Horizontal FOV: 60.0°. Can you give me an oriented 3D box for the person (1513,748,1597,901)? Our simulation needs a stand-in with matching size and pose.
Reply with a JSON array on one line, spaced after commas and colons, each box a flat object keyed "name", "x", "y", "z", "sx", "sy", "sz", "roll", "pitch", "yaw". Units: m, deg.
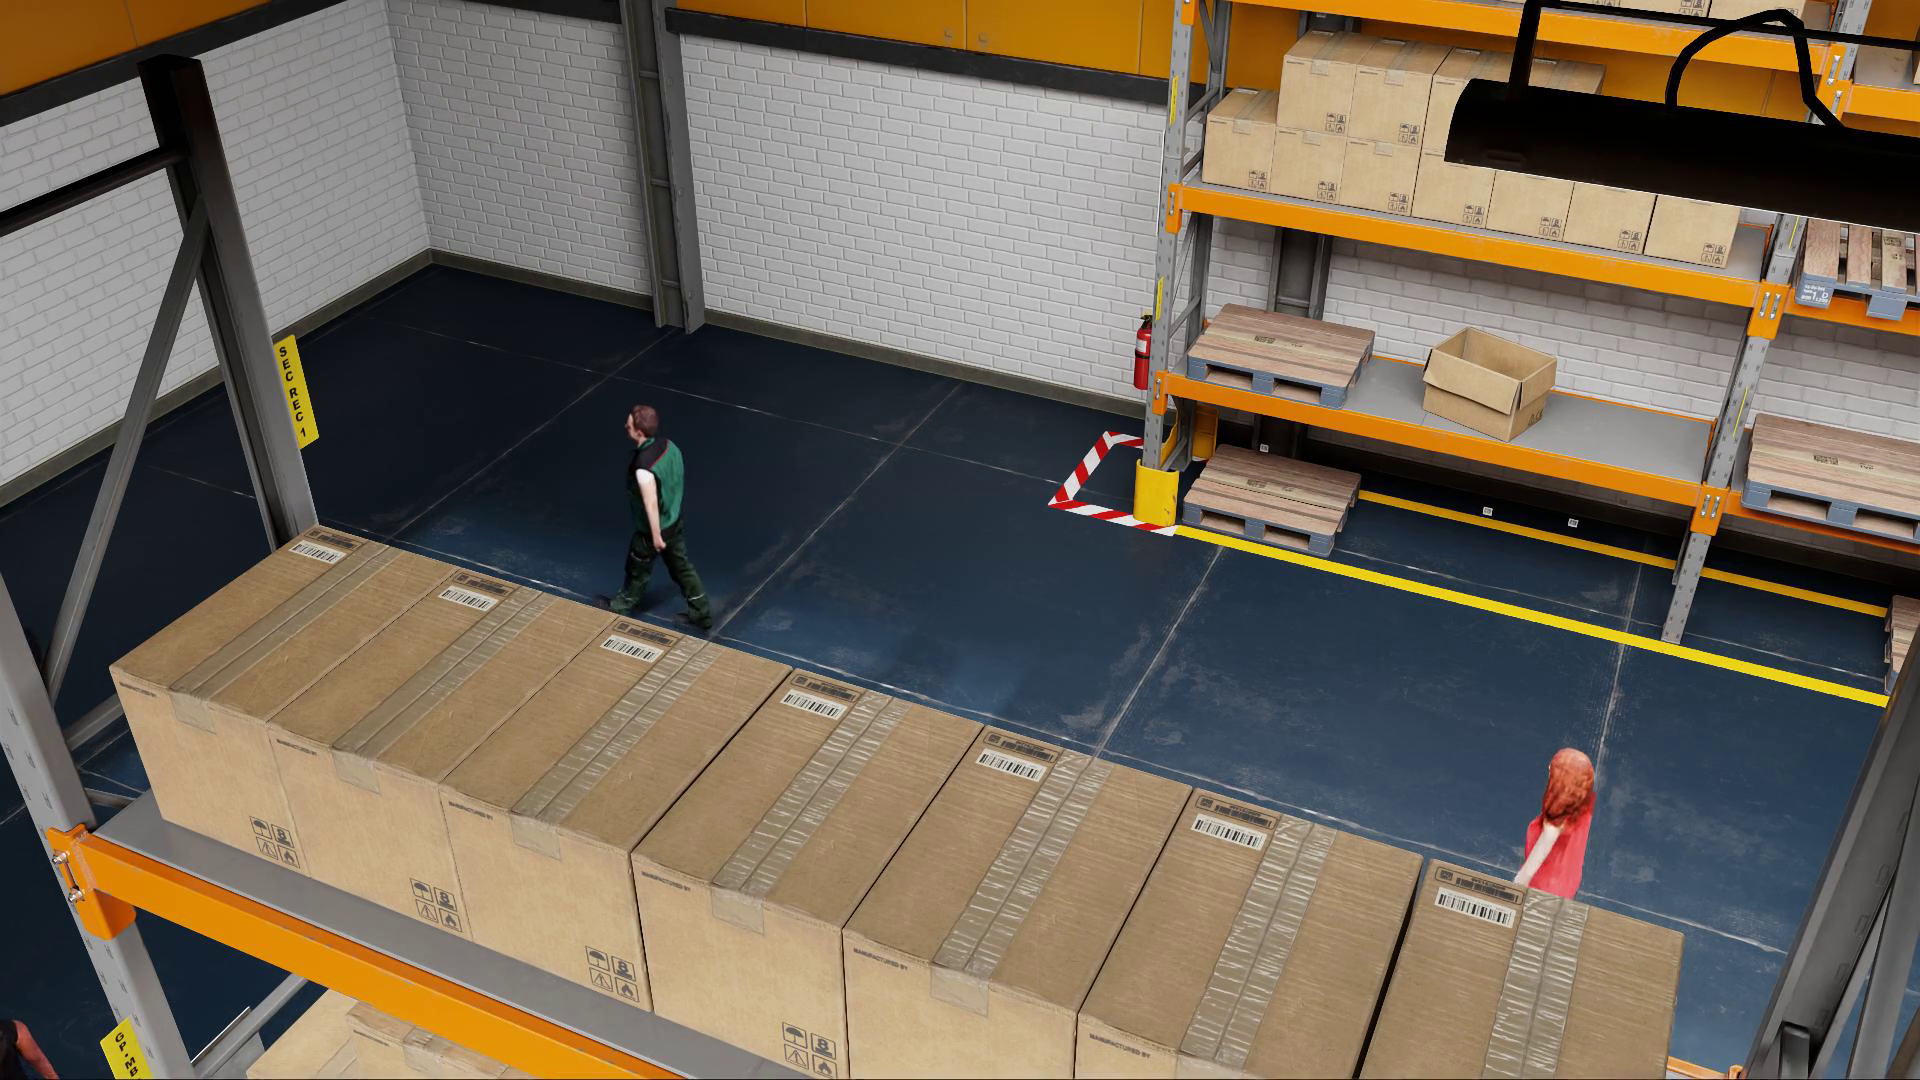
[{"name": "person", "x": 3.139, "y": 1.876, "z": 8.640, "sx": 0.709, "sy": 1.811, "sz": 0.687, "roll": 23, "pitch": 40, "yaw": 30}]

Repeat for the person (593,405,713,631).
[{"name": "person", "x": -2.041, "y": -0.106, "z": 11.639, "sx": 1.158, "sy": 1.794, "sz": 0.793, "roll": 8, "pitch": 34, "yaw": 12}]
